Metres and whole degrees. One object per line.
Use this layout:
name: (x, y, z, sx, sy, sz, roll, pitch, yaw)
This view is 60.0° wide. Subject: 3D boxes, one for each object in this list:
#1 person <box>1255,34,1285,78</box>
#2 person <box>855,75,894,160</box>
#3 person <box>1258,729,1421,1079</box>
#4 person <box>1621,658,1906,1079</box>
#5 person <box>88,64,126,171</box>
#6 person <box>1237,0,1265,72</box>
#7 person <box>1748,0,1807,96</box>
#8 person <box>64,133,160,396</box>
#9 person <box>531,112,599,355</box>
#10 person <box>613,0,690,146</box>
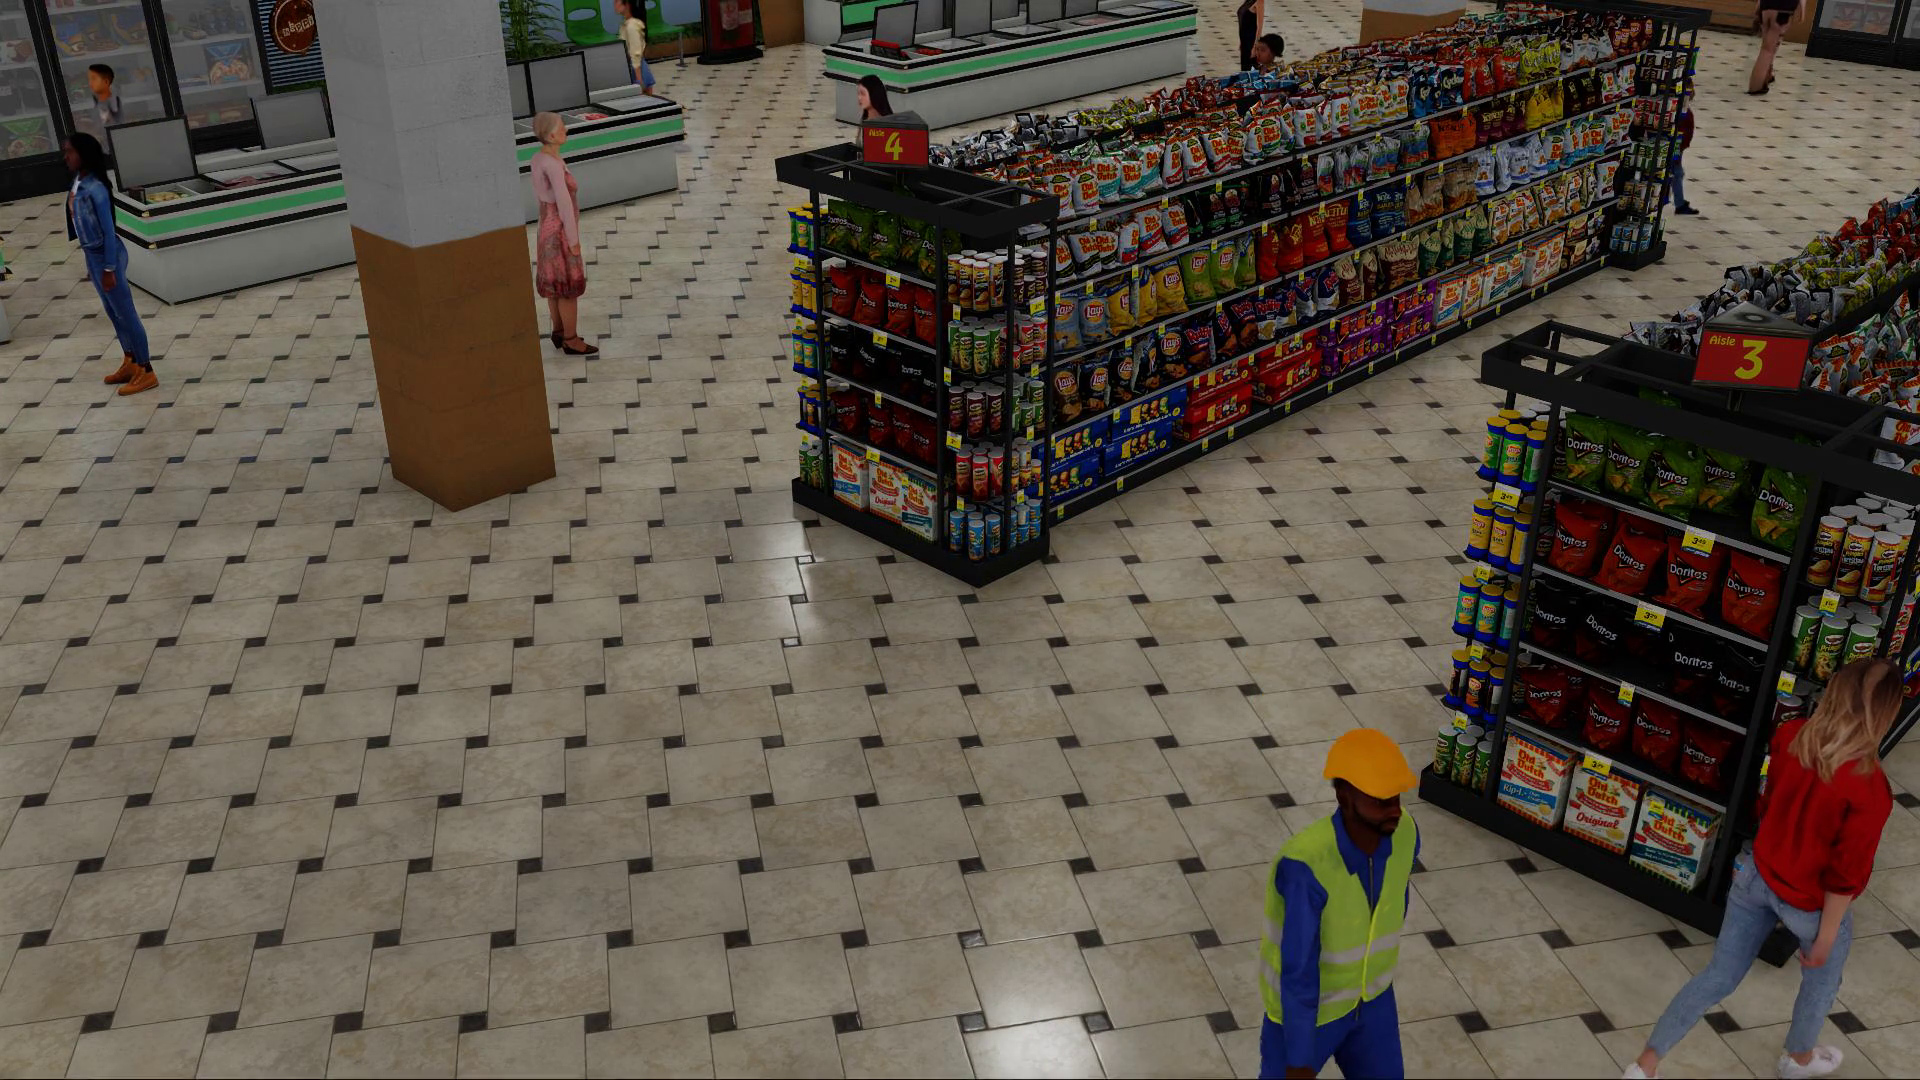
person: (2.649, -3.459, 14.218, 1.151, 1.672, 0.743, -16, 31, -29)
person: (-0.539, -2.608, 12.489, 1.012, 1.717, 0.737, -17, 32, -30)
person: (1.012, 1.265, 4.770, 0.940, 1.792, 0.901, -14, 30, -25)
person: (2.510, 1.132, 5.175, 1.211, 1.662, 0.937, -10, 28, -18)
person: (-7.344, -3.489, 14.536, 0.696, 1.438, 1.027, 16, 31, 29)
person: (3.163, -5.363, 18.047, 0.686, 1.604, 0.666, -6, 27, -11)
person: (9.385, -6.088, 19.244, 1.024, 1.813, 0.838, -15, 30, -27)
person: (-5.608, -1.821, 10.943, 0.528, 1.713, 0.611, -21, 34, -35)
person: (-2.795, -2.124, 11.564, 0.616, 1.692, 0.629, -17, 31, -30)
person: (-3.179, -4.677, 16.704, 1.203, 1.596, 1.079, -3, 27, -5)
